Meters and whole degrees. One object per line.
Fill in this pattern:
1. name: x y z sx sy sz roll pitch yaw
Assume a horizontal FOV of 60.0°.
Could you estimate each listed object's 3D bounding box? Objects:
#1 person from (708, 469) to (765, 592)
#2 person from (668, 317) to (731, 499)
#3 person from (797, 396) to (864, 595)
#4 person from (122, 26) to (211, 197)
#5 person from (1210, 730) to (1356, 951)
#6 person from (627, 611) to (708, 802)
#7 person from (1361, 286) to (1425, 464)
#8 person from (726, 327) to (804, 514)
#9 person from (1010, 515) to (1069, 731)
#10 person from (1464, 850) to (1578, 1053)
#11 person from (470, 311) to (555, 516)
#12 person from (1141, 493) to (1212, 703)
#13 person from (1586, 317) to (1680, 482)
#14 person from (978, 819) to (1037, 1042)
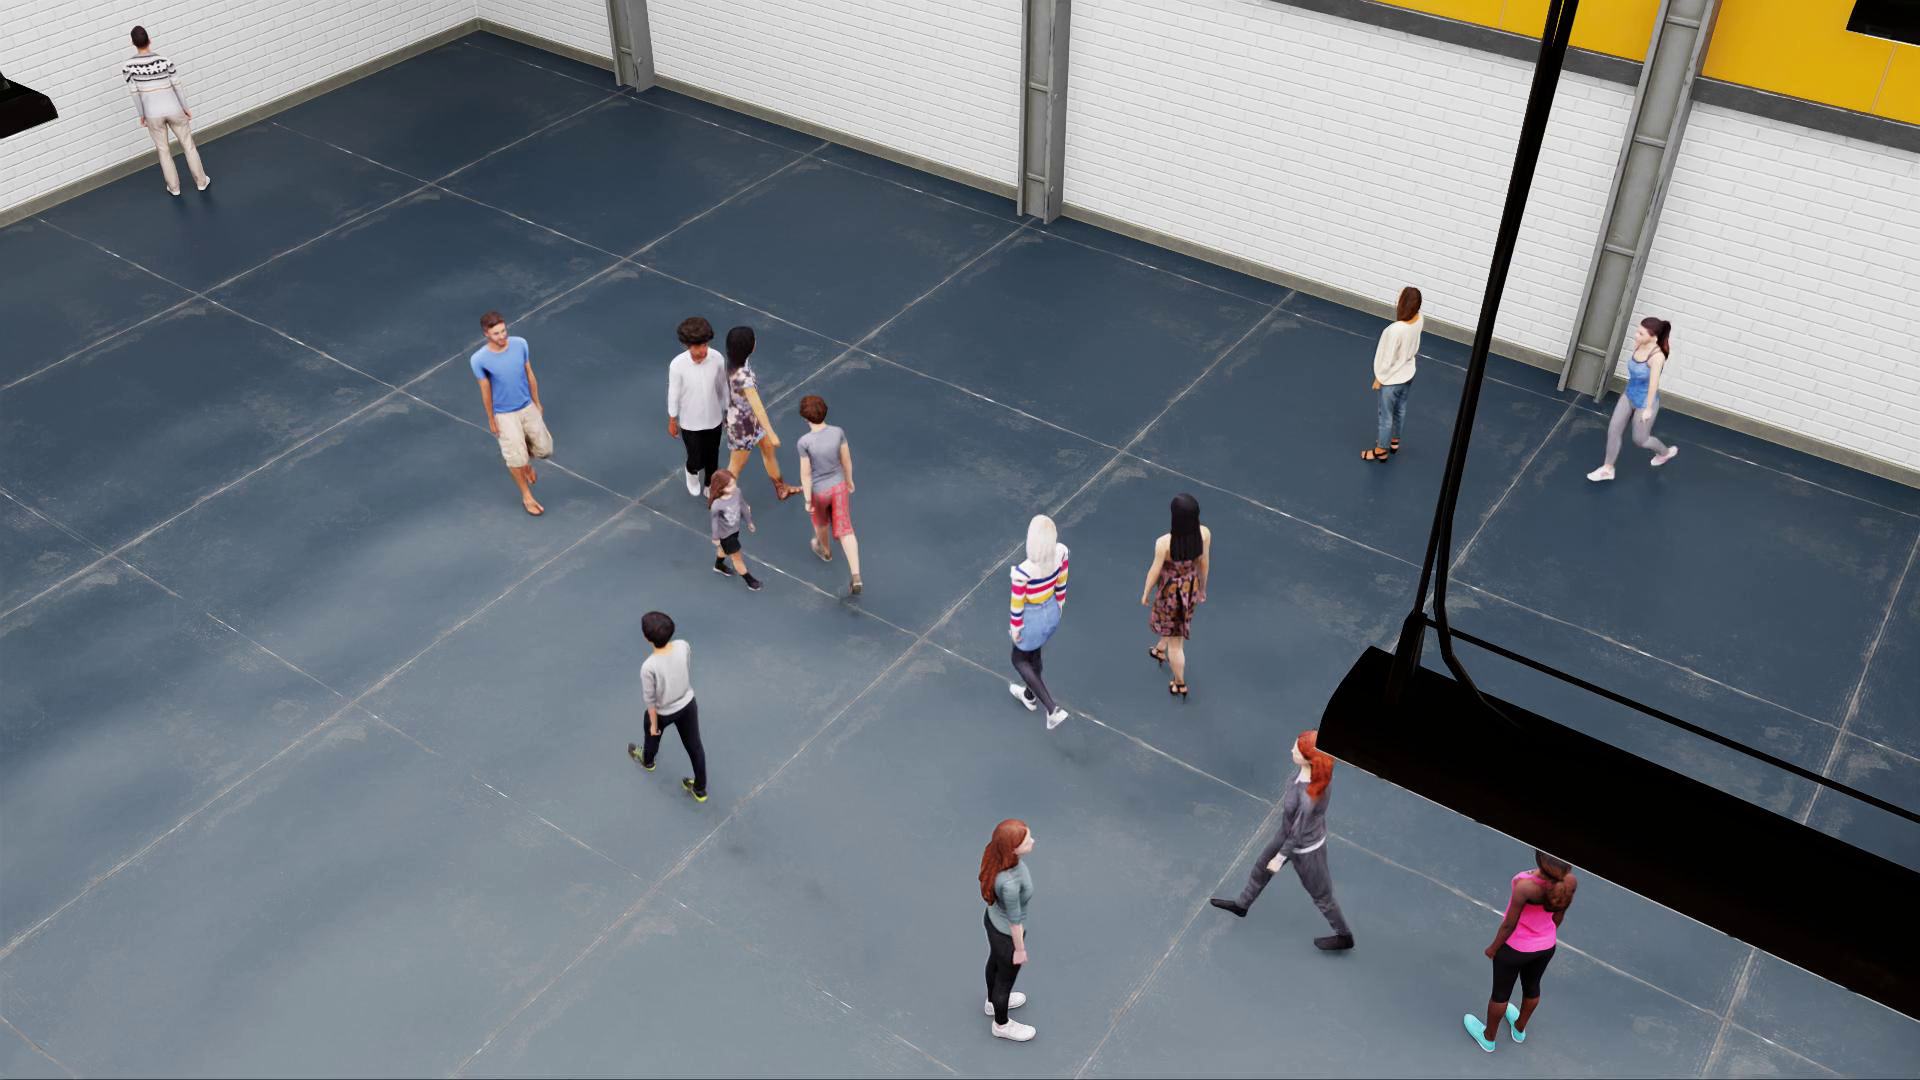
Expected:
1. person: -1.841 -0.120 12.950 0.759 1.076 0.503 21 43 24
2. person: -2.156 -1.061 13.553 0.822 1.793 0.867 -21 43 -24
3. person: -0.990 -0.322 12.769 0.992 1.616 1.207 -12 40 -14
4. person: -8.608 -4.632 17.970 0.768 1.861 0.761 -16 41 -19
5. person: 2.133 1.850 9.959 1.205 1.729 0.887 8 39 10
6. person: -1.858 1.145 11.004 0.678 1.527 0.974 -32 48 -33
7. person: 3.698 -1.405 14.071 0.652 1.683 0.595 -32 48 -33
8. person: -1.830 -0.919 13.449 1.069 1.701 1.002 -4 39 -5
9. person: 0.573 0.586 11.490 0.829 1.794 1.007 -24 45 -27
10. person: 3.208 2.288 9.416 0.661 1.722 0.714 -9 39 -11
11. person: -3.679 -1.099 13.550 0.798 1.855 0.919 -26 45 -29
12. person: 1.570 0.454 11.683 0.851 1.758 0.973 -17 42 -20
13. person: 5.724 -1.144 13.829 1.020 1.578 0.971 -6 39 -7
14. person: 0.269 2.210 9.497 0.729 1.743 0.670 -6 39 -8
